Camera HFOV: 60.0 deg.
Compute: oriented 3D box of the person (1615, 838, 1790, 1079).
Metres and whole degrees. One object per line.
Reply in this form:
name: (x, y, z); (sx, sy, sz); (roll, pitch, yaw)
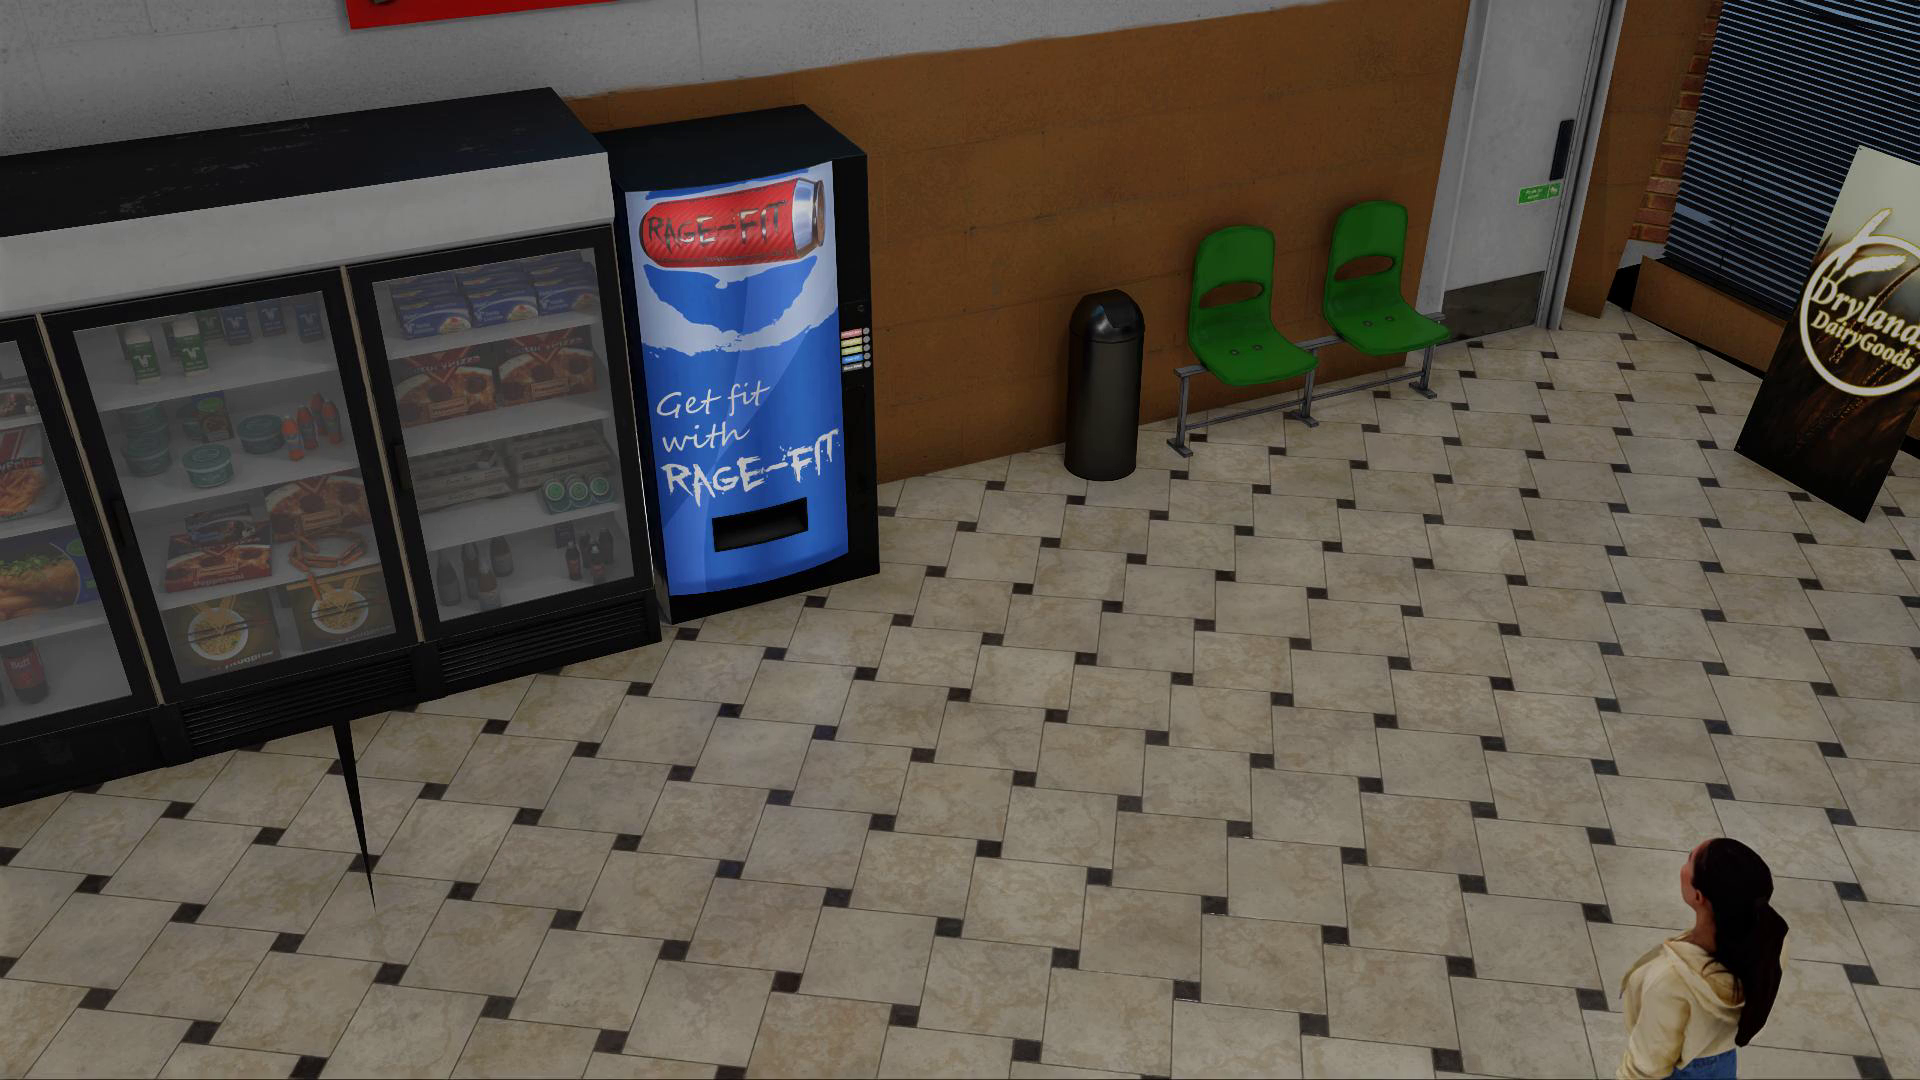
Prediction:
person: (1.898, 1.453, 4.429); (0.639, 1.630, 0.523); (-15, 35, -22)
